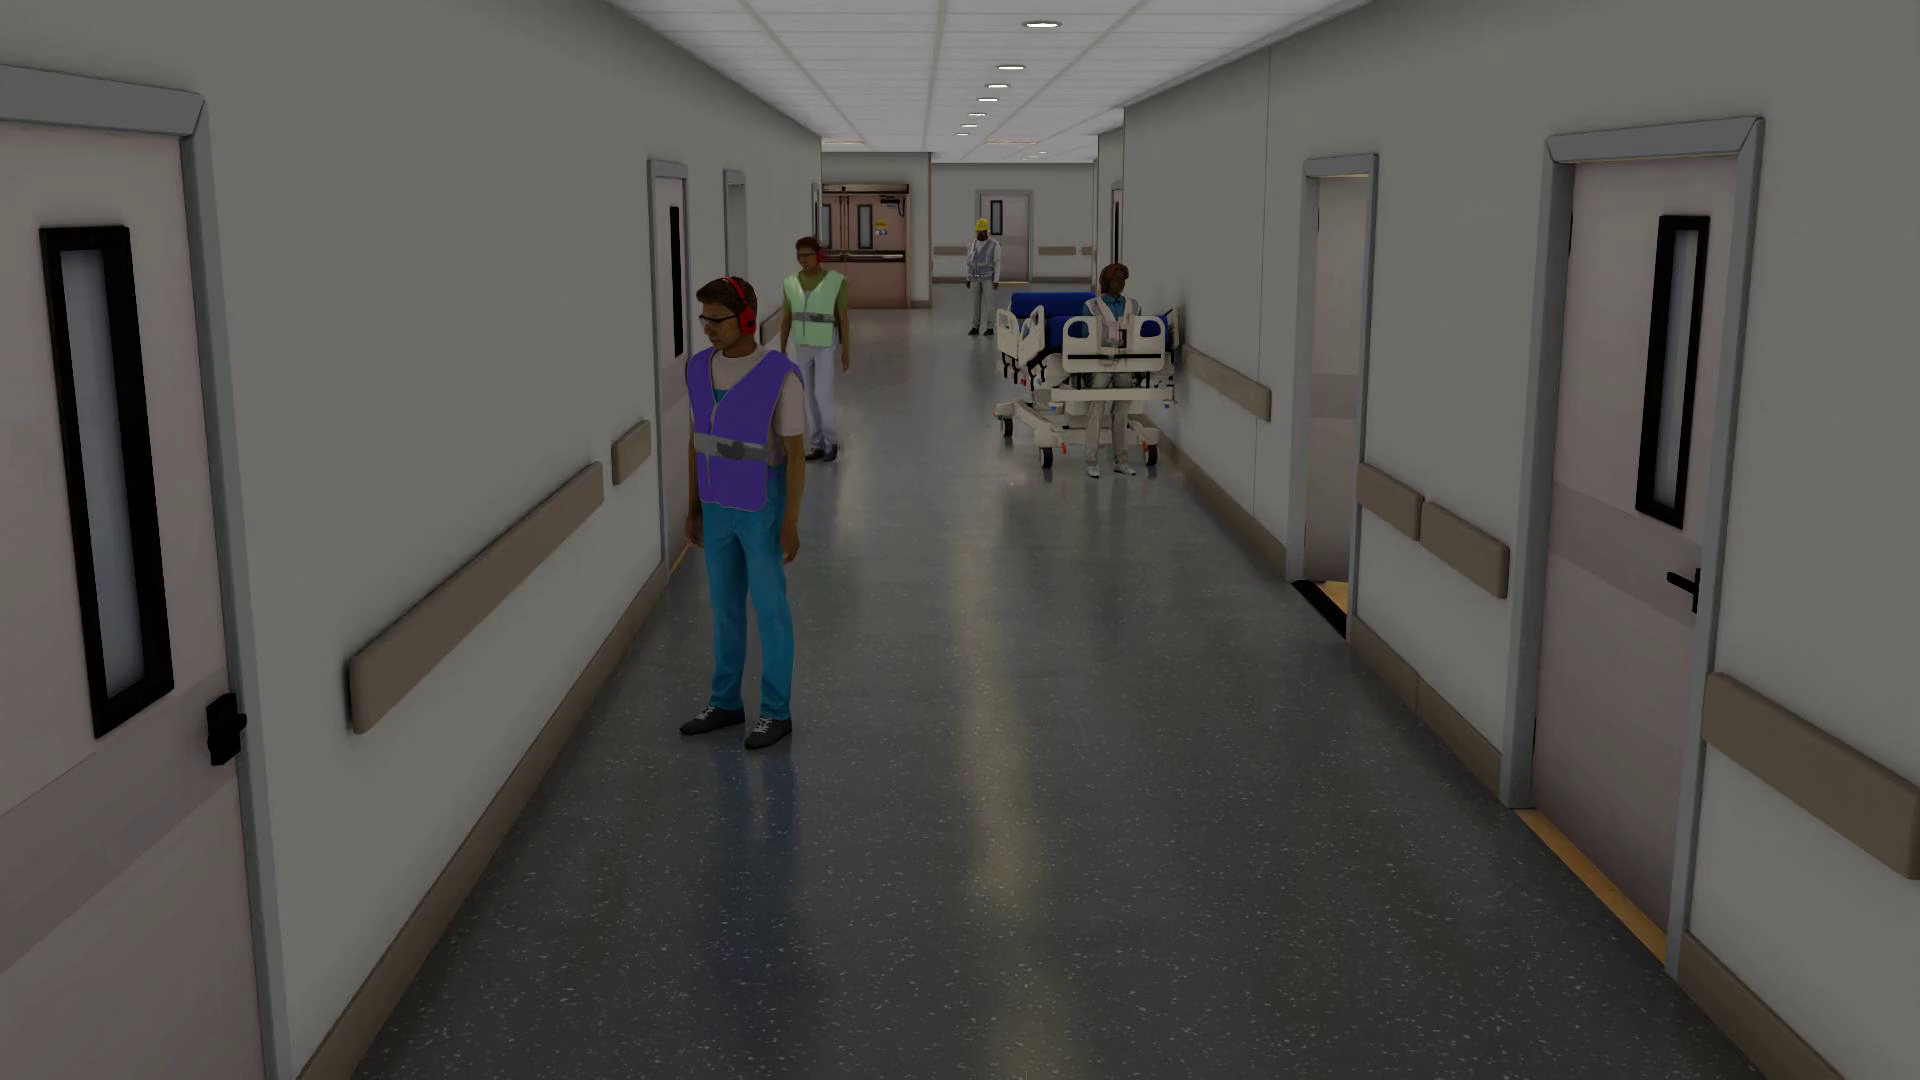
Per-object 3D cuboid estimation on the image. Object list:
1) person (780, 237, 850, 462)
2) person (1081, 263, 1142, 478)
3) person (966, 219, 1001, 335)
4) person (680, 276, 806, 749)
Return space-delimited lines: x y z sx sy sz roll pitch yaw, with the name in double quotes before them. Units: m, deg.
"person" -1.196 -1.544 13.544 0.576 1.826 0.501 5 13 24
"person" 1.167 -1.309 12.846 0.521 1.645 0.307 -4 12 -21
"person" 0.354 -4.130 26.163 0.590 1.824 0.403 6 13 28
"person" -0.837 -0.107 6.526 0.564 1.836 0.395 8 14 35
